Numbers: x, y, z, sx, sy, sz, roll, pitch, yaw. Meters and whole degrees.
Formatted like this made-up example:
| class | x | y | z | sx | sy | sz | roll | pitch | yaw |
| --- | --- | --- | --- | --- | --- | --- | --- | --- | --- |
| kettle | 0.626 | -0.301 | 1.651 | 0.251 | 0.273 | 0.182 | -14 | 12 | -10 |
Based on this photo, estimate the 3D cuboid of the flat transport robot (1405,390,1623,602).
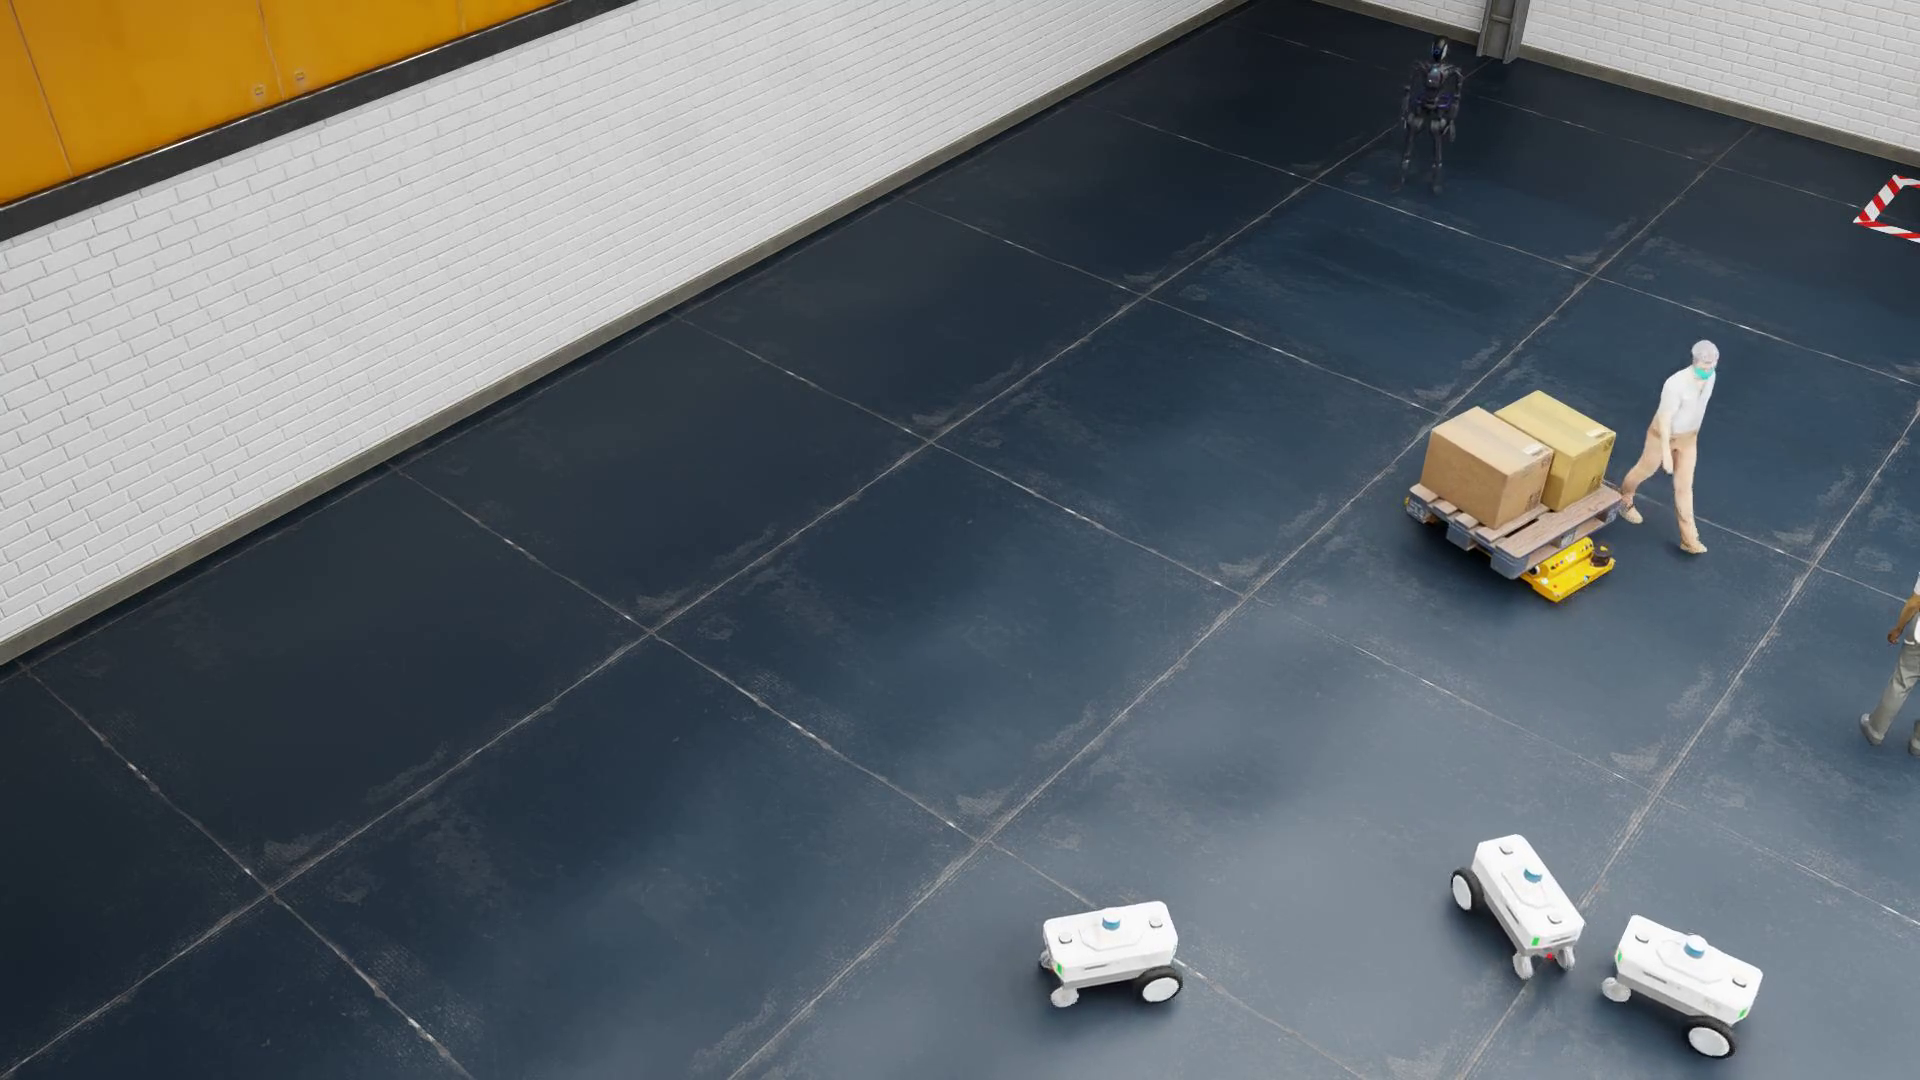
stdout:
| class | x | y | z | sx | sy | sz | roll | pitch | yaw |
| --- | --- | --- | --- | --- | --- | --- | --- | --- | --- |
| flat transport robot | 4.087 | -0.092 | 12.400 | 0.659 | 0.231 | 1.431 | -25 | 45 | -27 |

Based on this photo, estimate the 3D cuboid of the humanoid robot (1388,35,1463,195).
| class | x | y | z | sx | sy | sz | roll | pitch | yaw |
| --- | --- | --- | --- | --- | --- | --- | --- | --- | --- |
| humanoid robot | 4.614 | -4.182 | 16.353 | 0.593 | 1.643 | 0.383 | 15 | 41 | 18 |

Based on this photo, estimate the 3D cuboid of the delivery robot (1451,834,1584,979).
| class | x | y | z | sx | sy | sz | roll | pitch | yaw |
| --- | --- | --- | --- | --- | --- | --- | --- | --- | --- |
| delivery robot | 3.218 | 2.058 | 9.509 | 0.499 | 0.601 | 0.805 | -10 | 40 | -12 |

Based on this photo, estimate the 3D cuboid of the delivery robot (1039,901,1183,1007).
| class | x | y | z | sx | sy | sz | roll | pitch | yaw |
| --- | --- | --- | --- | --- | --- | --- | --- | --- | --- |
| delivery robot | 0.857 | 2.273 | 9.250 | 0.792 | 0.611 | 0.499 | -7 | 39 | -9 |

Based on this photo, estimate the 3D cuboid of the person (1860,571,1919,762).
| class | x | y | z | sx | sy | sz | roll | pitch | yaw |
| --- | --- | --- | --- | --- | --- | --- | --- | --- | --- |
| person | 6.078 | 0.604 | 10.289 | 0.575 | 1.845 | 0.393 | 13 | 41 | 15 |

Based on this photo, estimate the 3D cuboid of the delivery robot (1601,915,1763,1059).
| class | x | y | z | sx | sy | sz | roll | pitch | yaw |
| --- | --- | --- | --- | --- | --- | --- | --- | --- | --- |
| delivery robot | 3.980 | 2.409 | 9.084 | 0.791 | 0.614 | 0.499 | 23 | 44 | 26 |

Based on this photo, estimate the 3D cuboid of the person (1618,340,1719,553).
| class | x | y | z | sx | sy | sz | roll | pitch | yaw |
| --- | --- | --- | --- | --- | --- | --- | --- | --- | --- |
| person | 5.211 | -0.686 | 12.003 | 0.489 | 1.687 | 0.913 | -13 | 41 | -16 |
